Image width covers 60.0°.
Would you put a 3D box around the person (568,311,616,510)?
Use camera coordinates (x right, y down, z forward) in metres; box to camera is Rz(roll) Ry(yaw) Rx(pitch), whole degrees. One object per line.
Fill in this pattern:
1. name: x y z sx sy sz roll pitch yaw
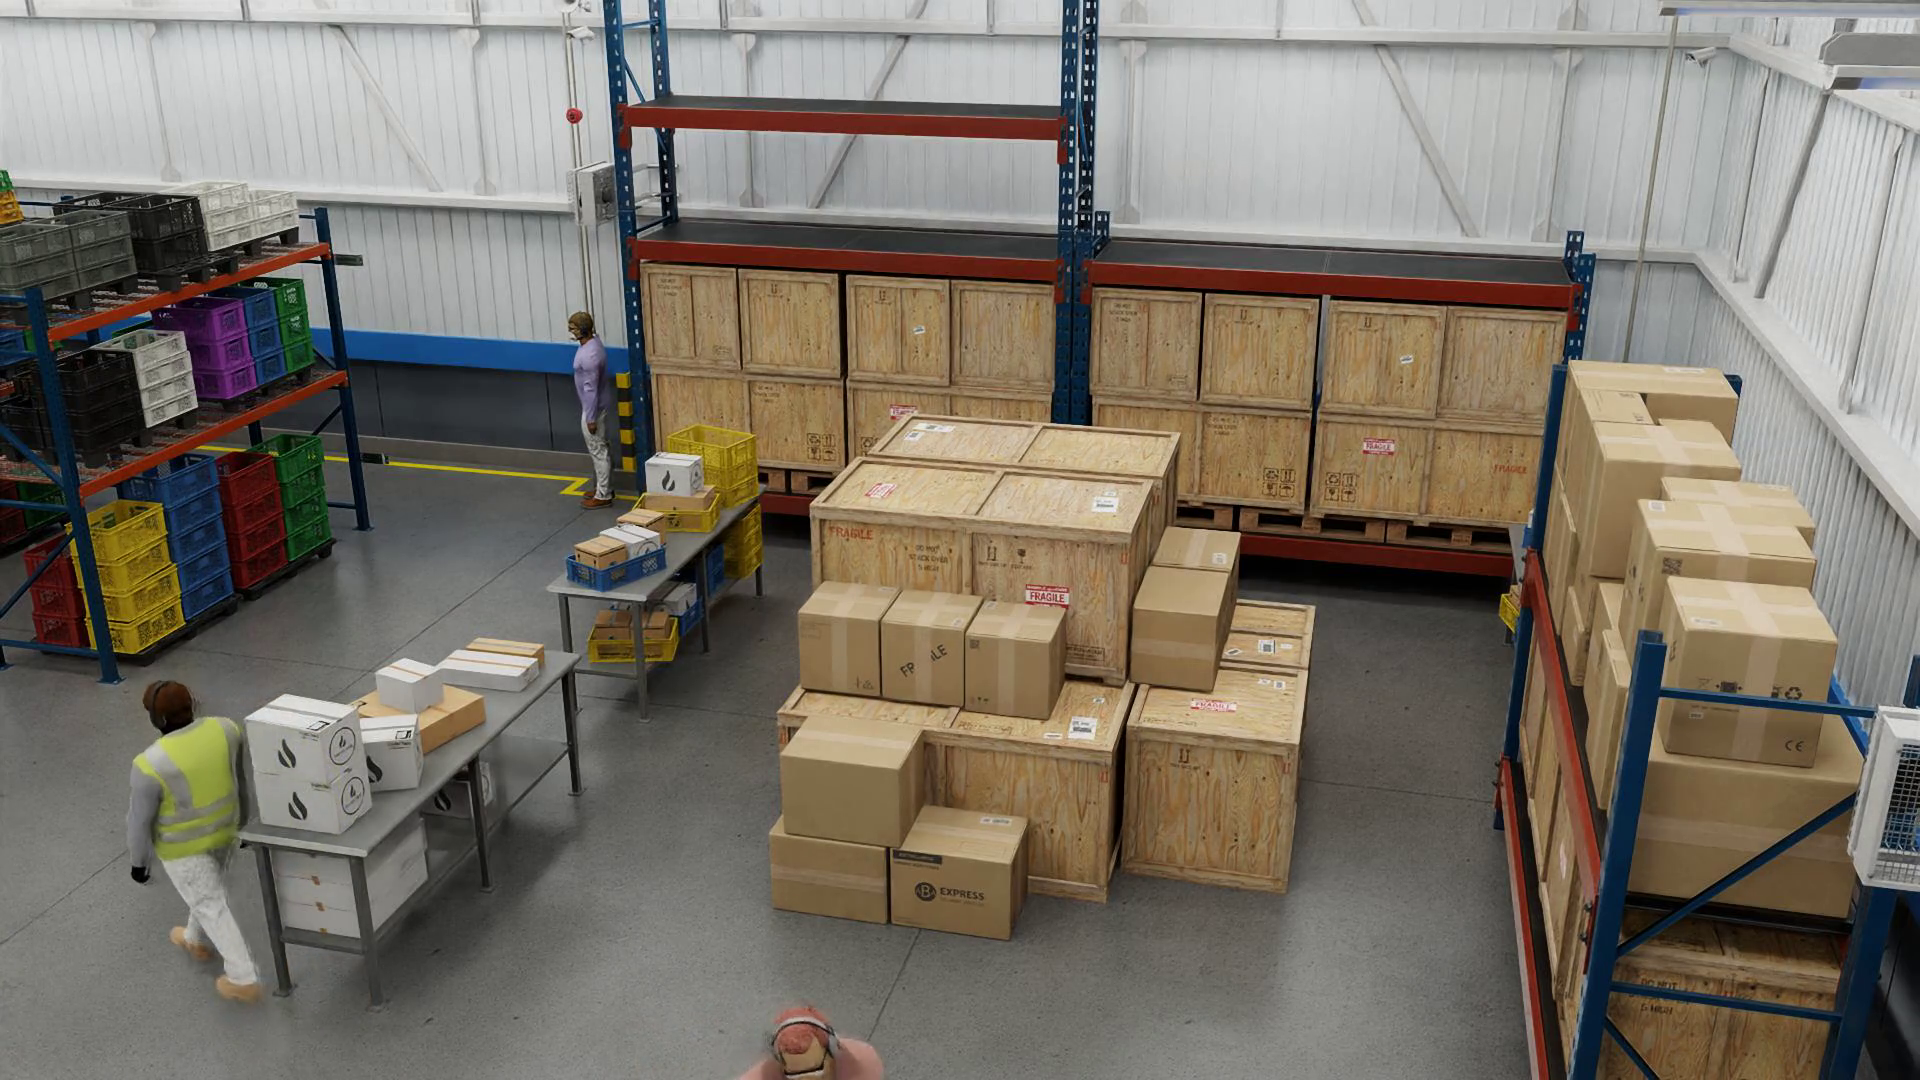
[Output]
1. person: -3.528 -1.255 15.988 0.374 1.933 0.625 -3 21 -8

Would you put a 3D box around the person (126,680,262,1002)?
1. person: -4.094 1.563 8.803 0.866 1.796 0.635 10 23 24

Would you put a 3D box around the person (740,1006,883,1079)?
1. person: -0.524 2.516 6.217 0.703 1.863 0.758 -13 25 -31
